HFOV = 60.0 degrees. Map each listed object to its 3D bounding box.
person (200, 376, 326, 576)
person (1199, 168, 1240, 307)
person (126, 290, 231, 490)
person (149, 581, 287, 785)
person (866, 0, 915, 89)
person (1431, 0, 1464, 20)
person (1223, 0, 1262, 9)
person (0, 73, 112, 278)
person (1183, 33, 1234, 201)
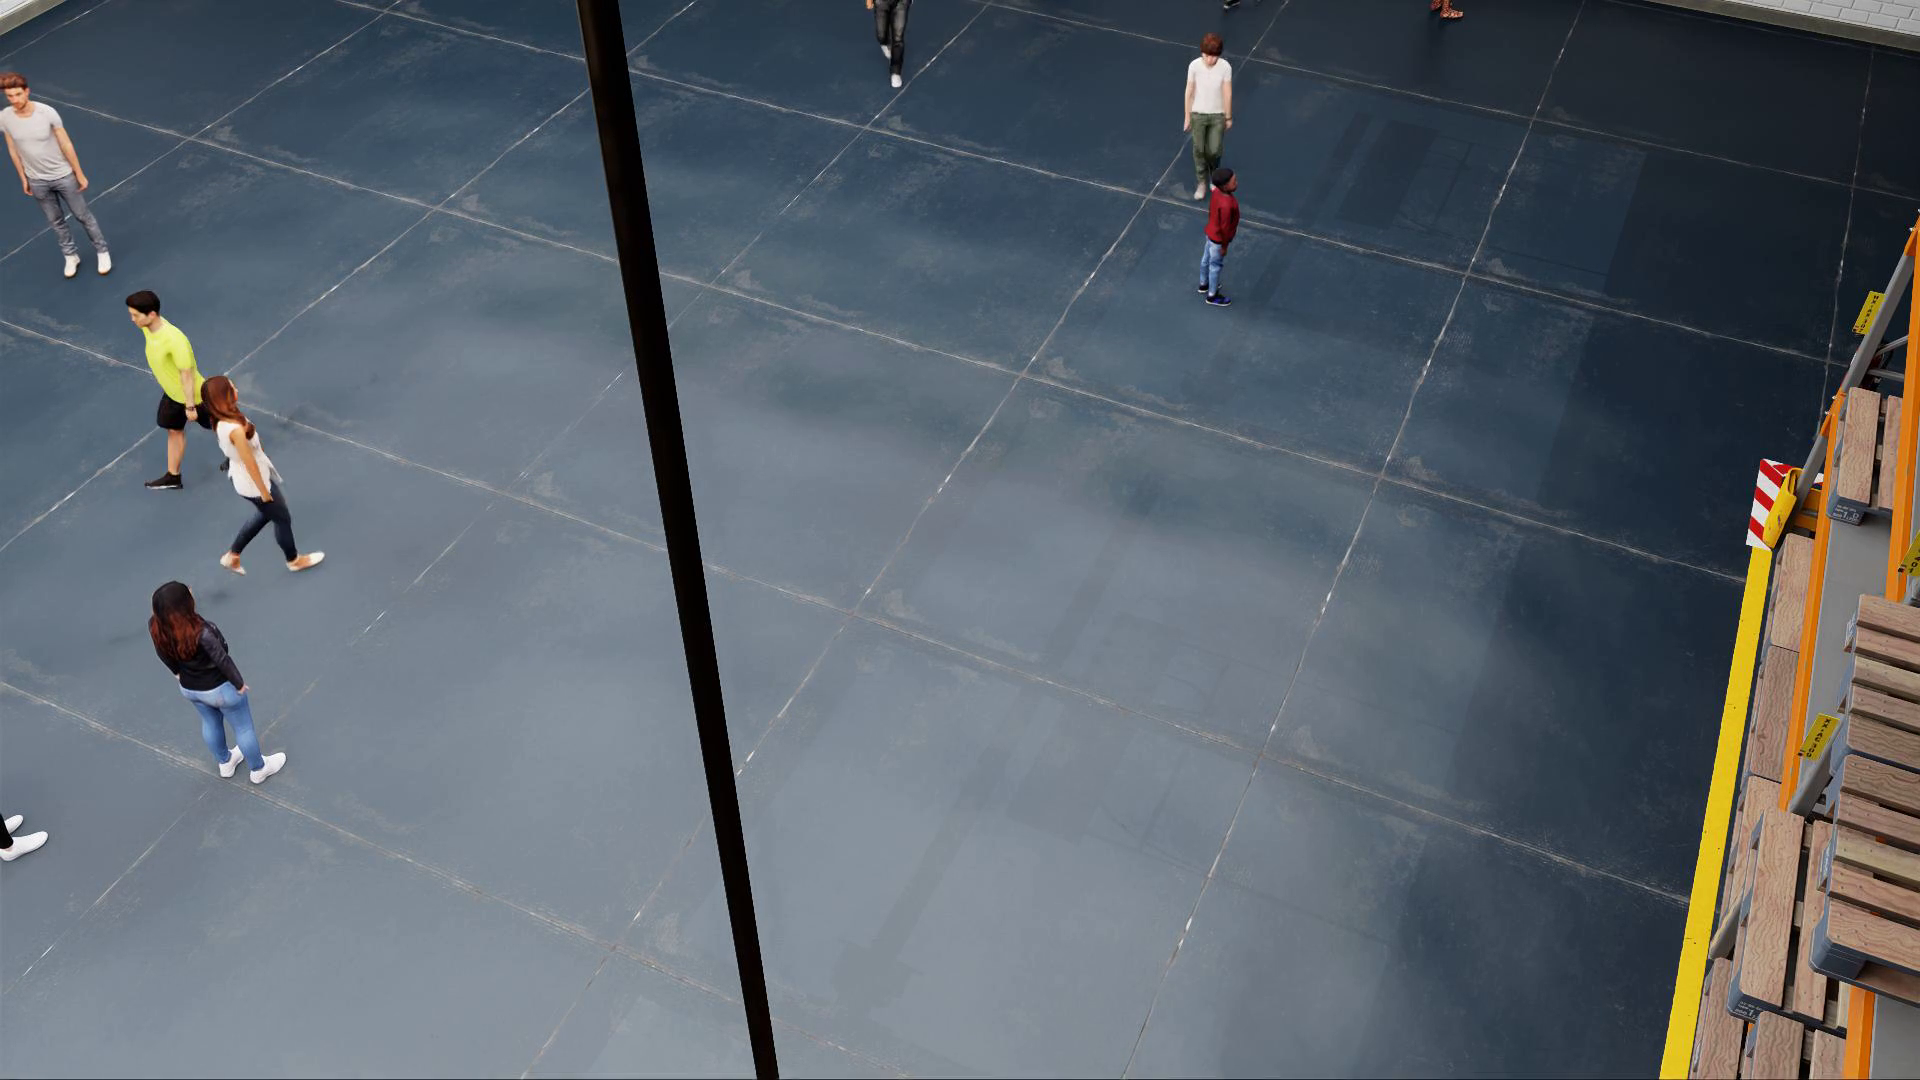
[{"bbox_3d":[-4.917,-0.384,11.373,0.985,1.770,0.832,-28,50,-26],"label":"person"},{"bbox_3d":[2.181,-2.586,14.058,0.646,1.256,0.565,-7,44,-7],"label":"person"},{"bbox_3d":[-5.644,-1.156,12.254,0.768,1.673,1.077,26,49,24],"label":"person"},{"bbox_3d":[-4.583,0.867,10.160,0.673,1.634,0.597,12,45,12],"label":"person"},{"bbox_3d":[-0.706,-5.530,16.760,0.947,1.792,1.082,-5,44,-5],"label":"person"},{"bbox_3d":[5.320,-6.445,17.772,0.731,1.719,0.653,-10,44,-10],"label":"person"},{"bbox_3d":[3.072,-6.431,17.975,0.934,1.419,0.758,-32,52,-29],"label":"person"},{"bbox_3d":[-7.739,-3.122,14.160,0.738,1.891,0.755,-7,44,-7],"label":"person"},{"bbox_3d":[2.276,-3.905,15.164,0.642,1.640,0.694,9,44,9],"label":"person"}]
